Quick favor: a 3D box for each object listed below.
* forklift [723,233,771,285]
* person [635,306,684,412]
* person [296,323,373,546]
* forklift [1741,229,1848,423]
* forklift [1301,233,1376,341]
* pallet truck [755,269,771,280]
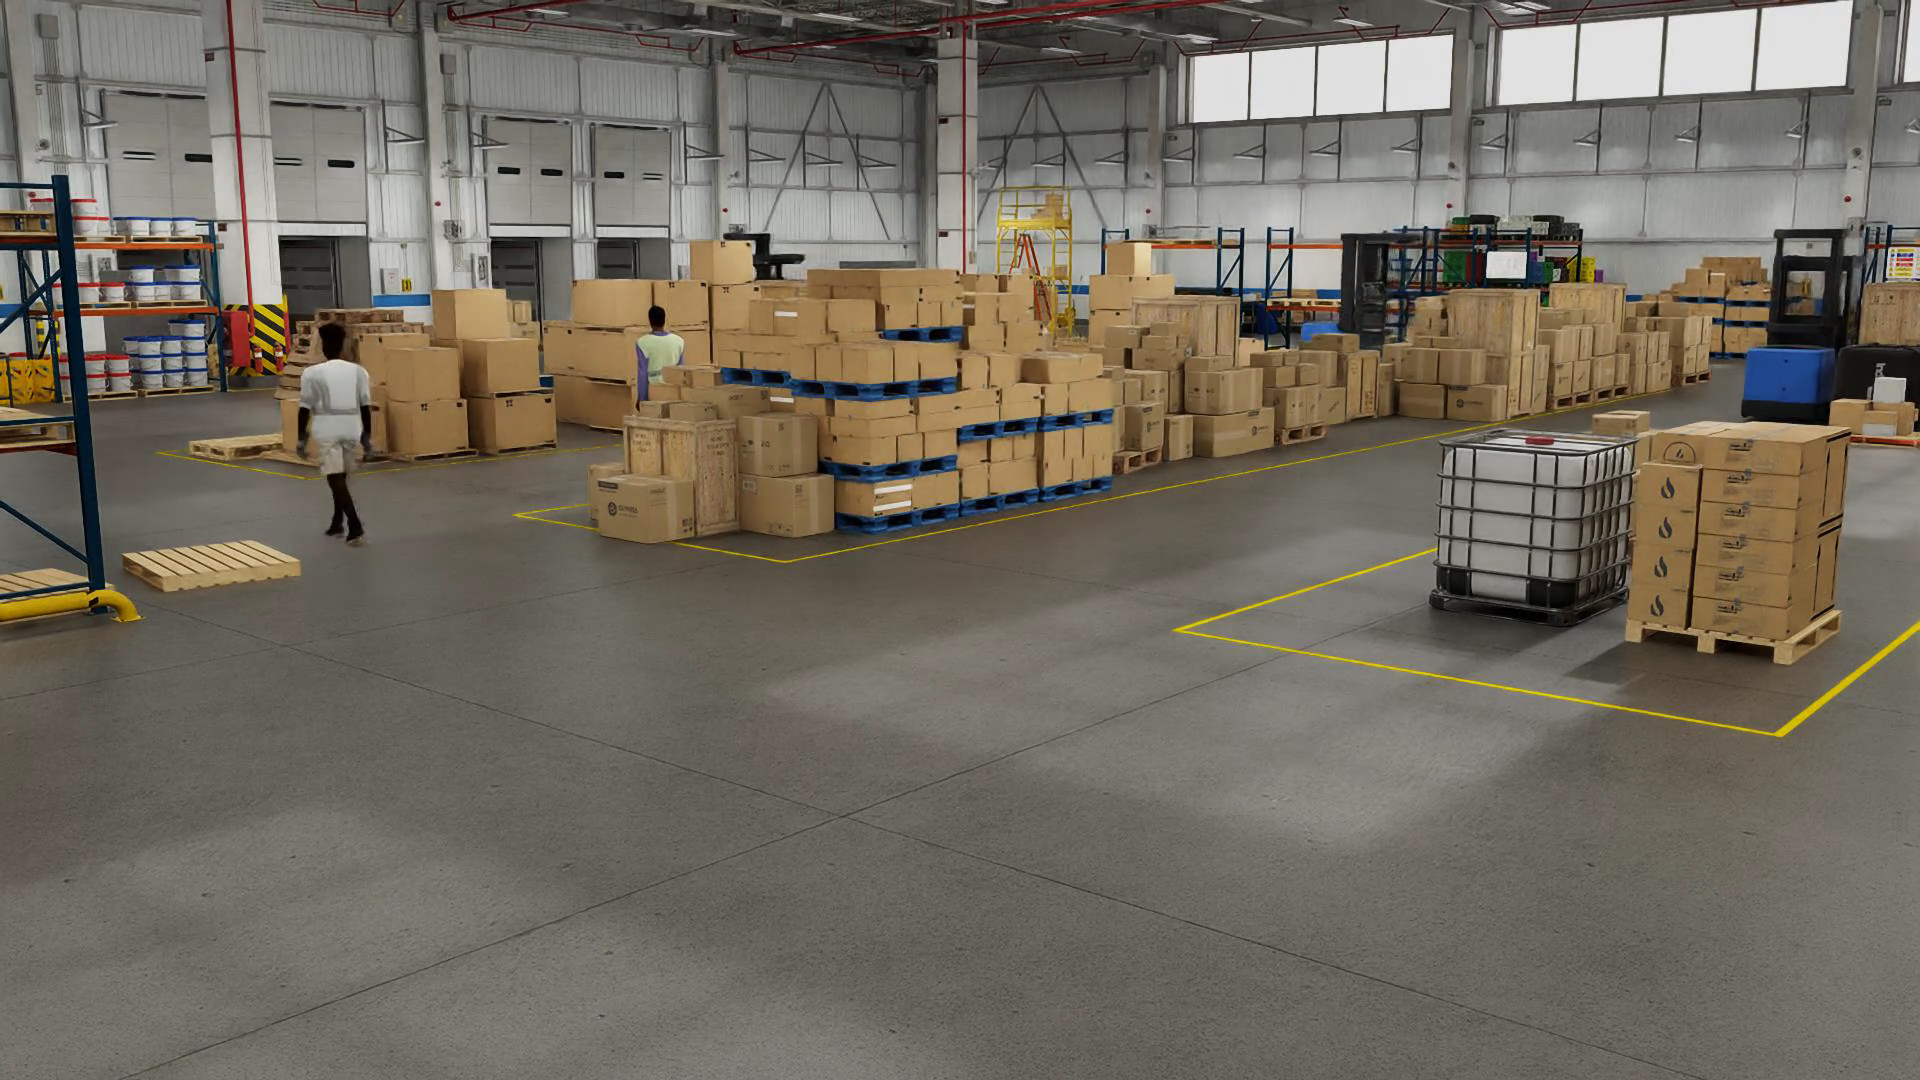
[{"bbox_3d":[-4.058,-4.476,31.878,1.873,2.768,1.129,8,13,40],"label":"forklift"},{"bbox_3d":[-3.276,-1.599,18.235,0.600,1.916,0.376,-9,13,-41],"label":"person"},{"bbox_3d":[-5.374,-0.905,14.374,0.969,1.935,0.612,8,13,40],"label":"person"},{"bbox_3d":[12.516,-3.217,24.709,1.129,2.768,1.873,8,13,40],"label":"forklift"},{"bbox_3d":[7.702,-4.562,32.368,1.873,2.768,1.129,8,13,40],"label":"forklift"},{"bbox_3d":[-4.996,-6.432,45.525,1.885,1.965,0.823,-6,12,-32],"label":"pallet truck"}]
